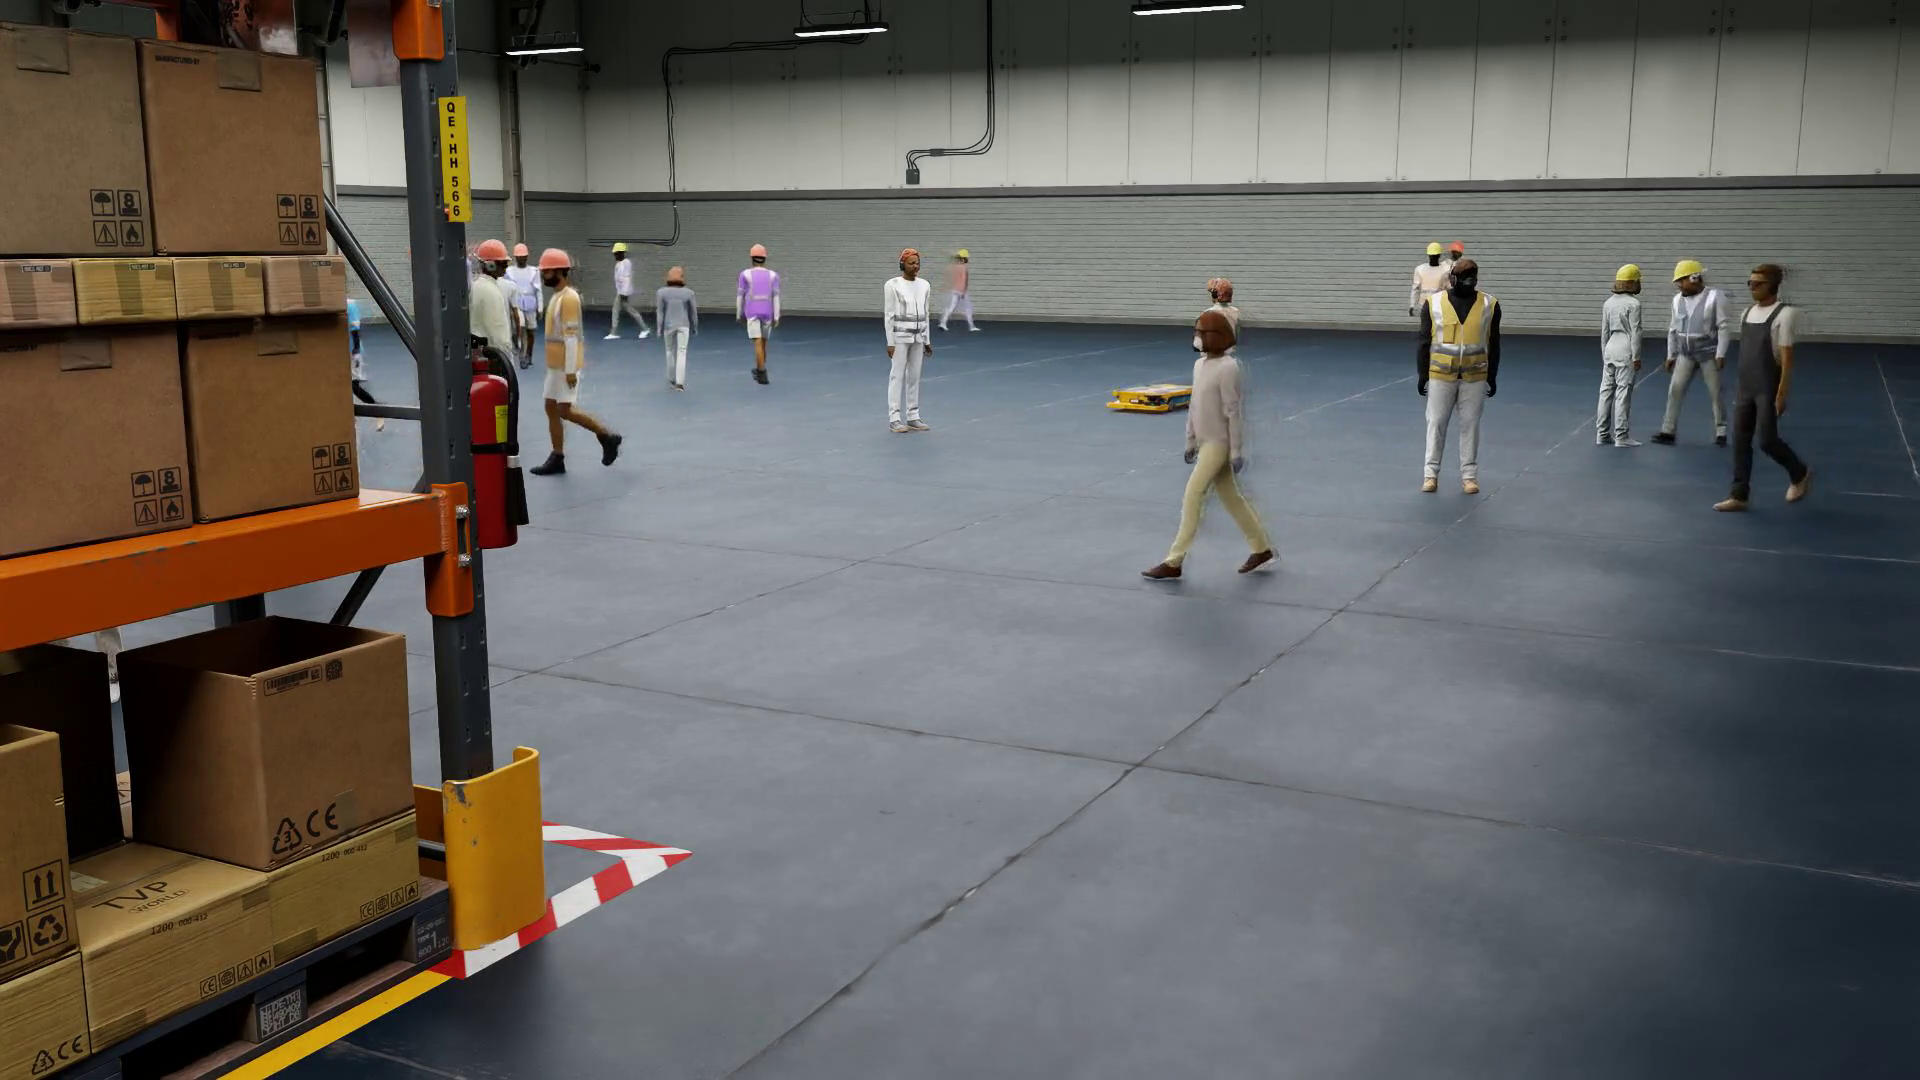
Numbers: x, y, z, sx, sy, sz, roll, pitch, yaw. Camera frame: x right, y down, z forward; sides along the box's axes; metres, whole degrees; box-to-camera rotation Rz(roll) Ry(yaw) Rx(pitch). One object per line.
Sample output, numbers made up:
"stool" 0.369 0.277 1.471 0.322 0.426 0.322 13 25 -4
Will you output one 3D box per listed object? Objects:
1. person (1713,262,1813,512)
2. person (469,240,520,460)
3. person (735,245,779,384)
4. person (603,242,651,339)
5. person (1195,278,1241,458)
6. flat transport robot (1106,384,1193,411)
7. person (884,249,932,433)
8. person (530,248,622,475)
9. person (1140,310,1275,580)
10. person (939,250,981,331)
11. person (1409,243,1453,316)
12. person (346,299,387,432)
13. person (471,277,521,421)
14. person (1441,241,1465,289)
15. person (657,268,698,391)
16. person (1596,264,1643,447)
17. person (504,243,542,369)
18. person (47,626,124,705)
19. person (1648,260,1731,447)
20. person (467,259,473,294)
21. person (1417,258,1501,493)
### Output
"person" 5.920 -1.107 12.159 0.661 1.833 0.506 -3 11 -16
"person" -4.022 -1.611 14.490 0.571 1.974 0.662 -4 11 -23
"person" -2.788 -3.104 22.917 0.557 1.886 0.990 -4 11 -23
"person" -6.537 -4.889 32.635 0.928 1.893 0.600 -8 13 -36
"person" 2.352 -1.554 15.111 0.524 1.639 0.306 -10 15 -44
"flat transport robot" 2.351 -1.683 19.547 0.652 0.197 1.431 7 12 34
"person" -0.529 -2.056 17.186 0.575 1.882 0.361 -9 13 -39
"person" -3.290 -1.501 14.072 0.696 1.916 0.554 -6 12 -29
"person" 1.509 -0.560 9.820 0.865 1.593 0.511 -2 11 -12
"person" -0.026 -5.251 35.053 0.904 1.725 0.539 -5 12 -28
"person" 7.282 -3.638 25.785 0.598 1.894 0.863 6 12 29
"person" -6.164 -1.882 16.808 0.552 1.670 0.537 7 12 33
"person" -5.028 -2.188 17.975 0.530 1.860 0.434 -3 11 -18
"person" 9.017 -4.519 30.514 0.556 1.923 0.720 -4 11 -19
"person" -3.720 -2.778 21.916 0.526 1.581 0.860 -1 10 -7
"person" 6.385 -1.772 16.021 0.295 1.744 0.484 -4 11 -20
"person" -6.687 -3.588 25.492 0.547 1.914 0.837 -3 11 -17
"person" -3.840 -0.089 7.125 0.522 1.639 0.309 0 10 1
"person" 7.056 -1.774 15.933 0.726 1.774 0.637 -7 13 -34
"person" -10.579 -5.300 34.949 0.676 1.851 1.004 -5 11 -24
"person" 3.919 -1.287 13.102 0.634 1.843 0.429 2 11 12
